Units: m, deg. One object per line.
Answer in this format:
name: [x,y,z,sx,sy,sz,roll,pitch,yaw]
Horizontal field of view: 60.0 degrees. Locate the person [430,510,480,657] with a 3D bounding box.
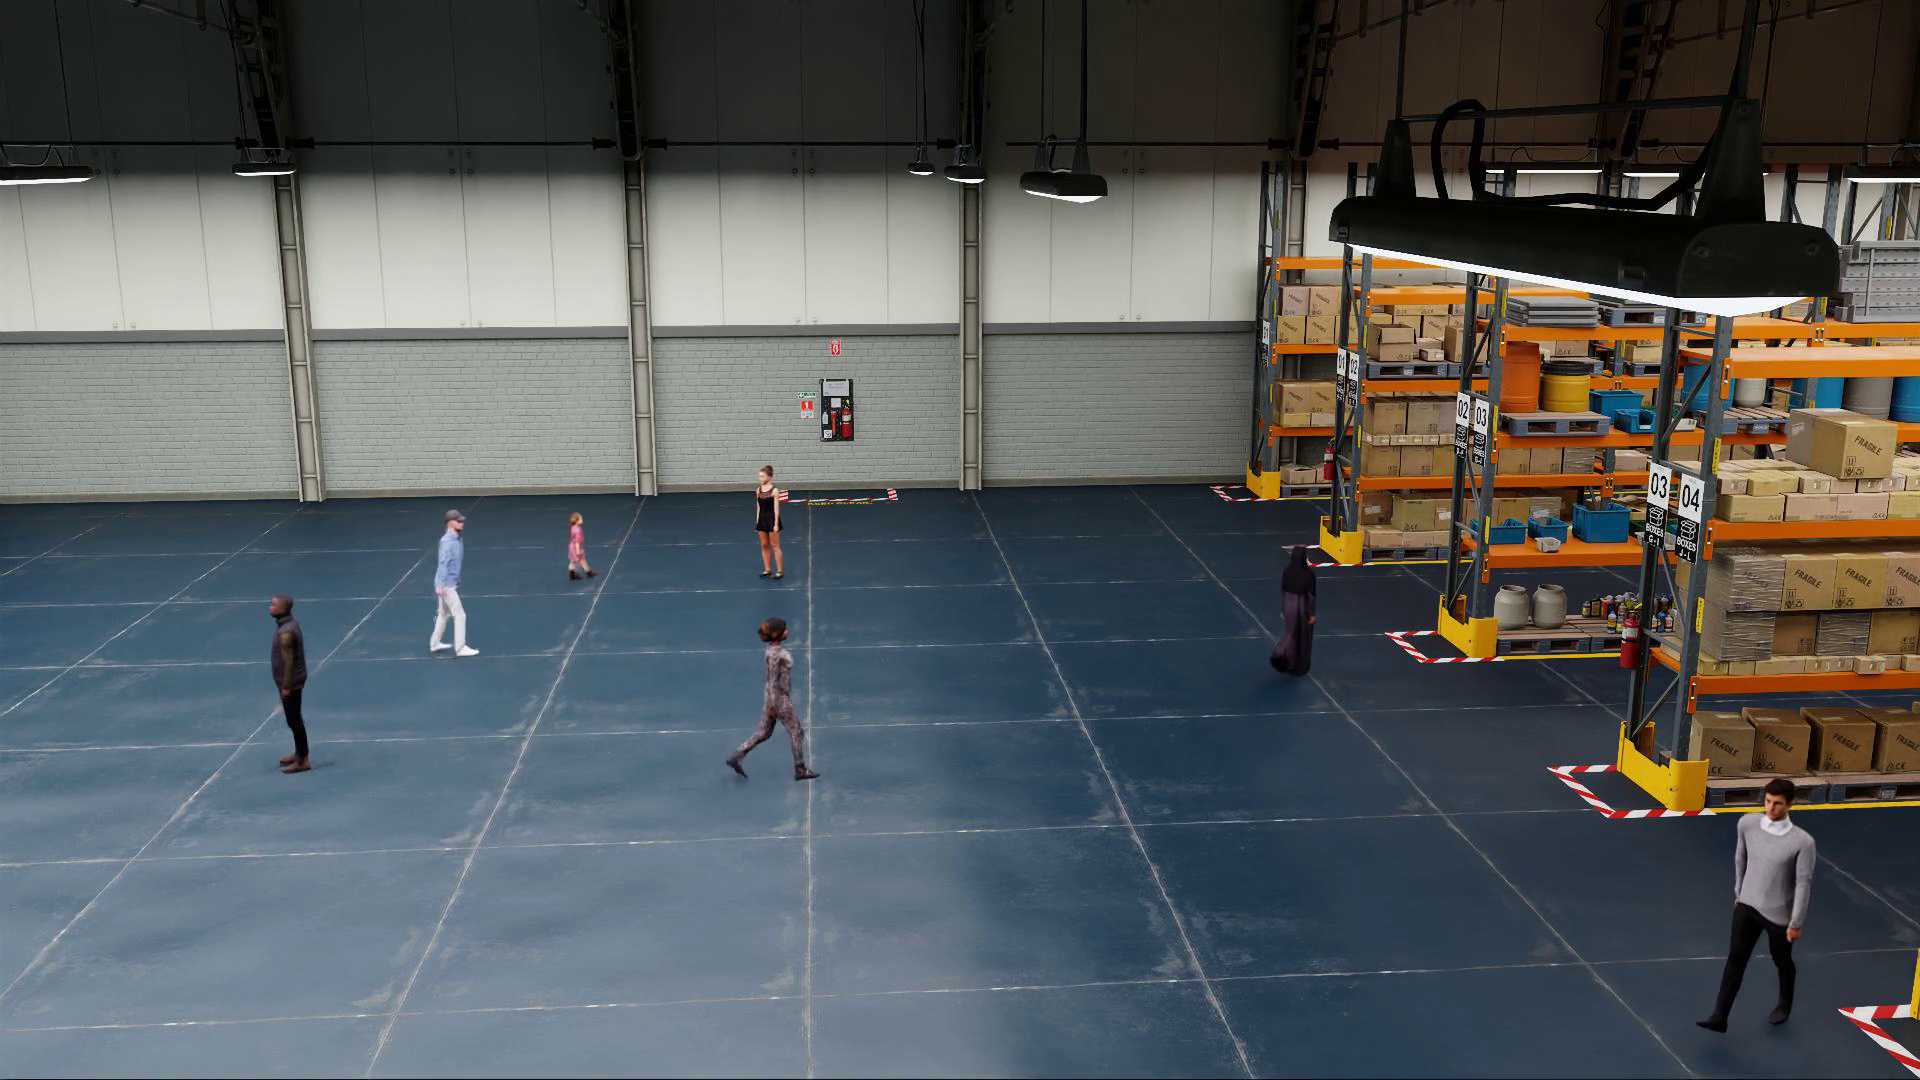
person: [-6.400,0.539,20.623,0.855,1.852,0.658,-2,13,-7]

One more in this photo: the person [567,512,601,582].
person: [-5.664,0.108,24.358,0.736,1.007,0.600,-8,15,-30]

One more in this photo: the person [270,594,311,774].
person: [-6.769,1.430,16.812,0.692,1.836,0.758,-5,14,-22]

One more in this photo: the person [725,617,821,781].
person: [-1.899,1.605,16.406,1.152,1.678,0.590,-1,13,-4]

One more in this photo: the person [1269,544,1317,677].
person: [3.985,0.852,19.817,0.865,1.607,0.940,12,18,42]

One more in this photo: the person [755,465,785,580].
person: [-2.802,-0.266,24.494,0.685,1.673,0.755,9,16,33]

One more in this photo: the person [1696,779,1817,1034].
person: [5.769,2.588,11.754,1.353,1.861,1.176,-10,16,-37]
